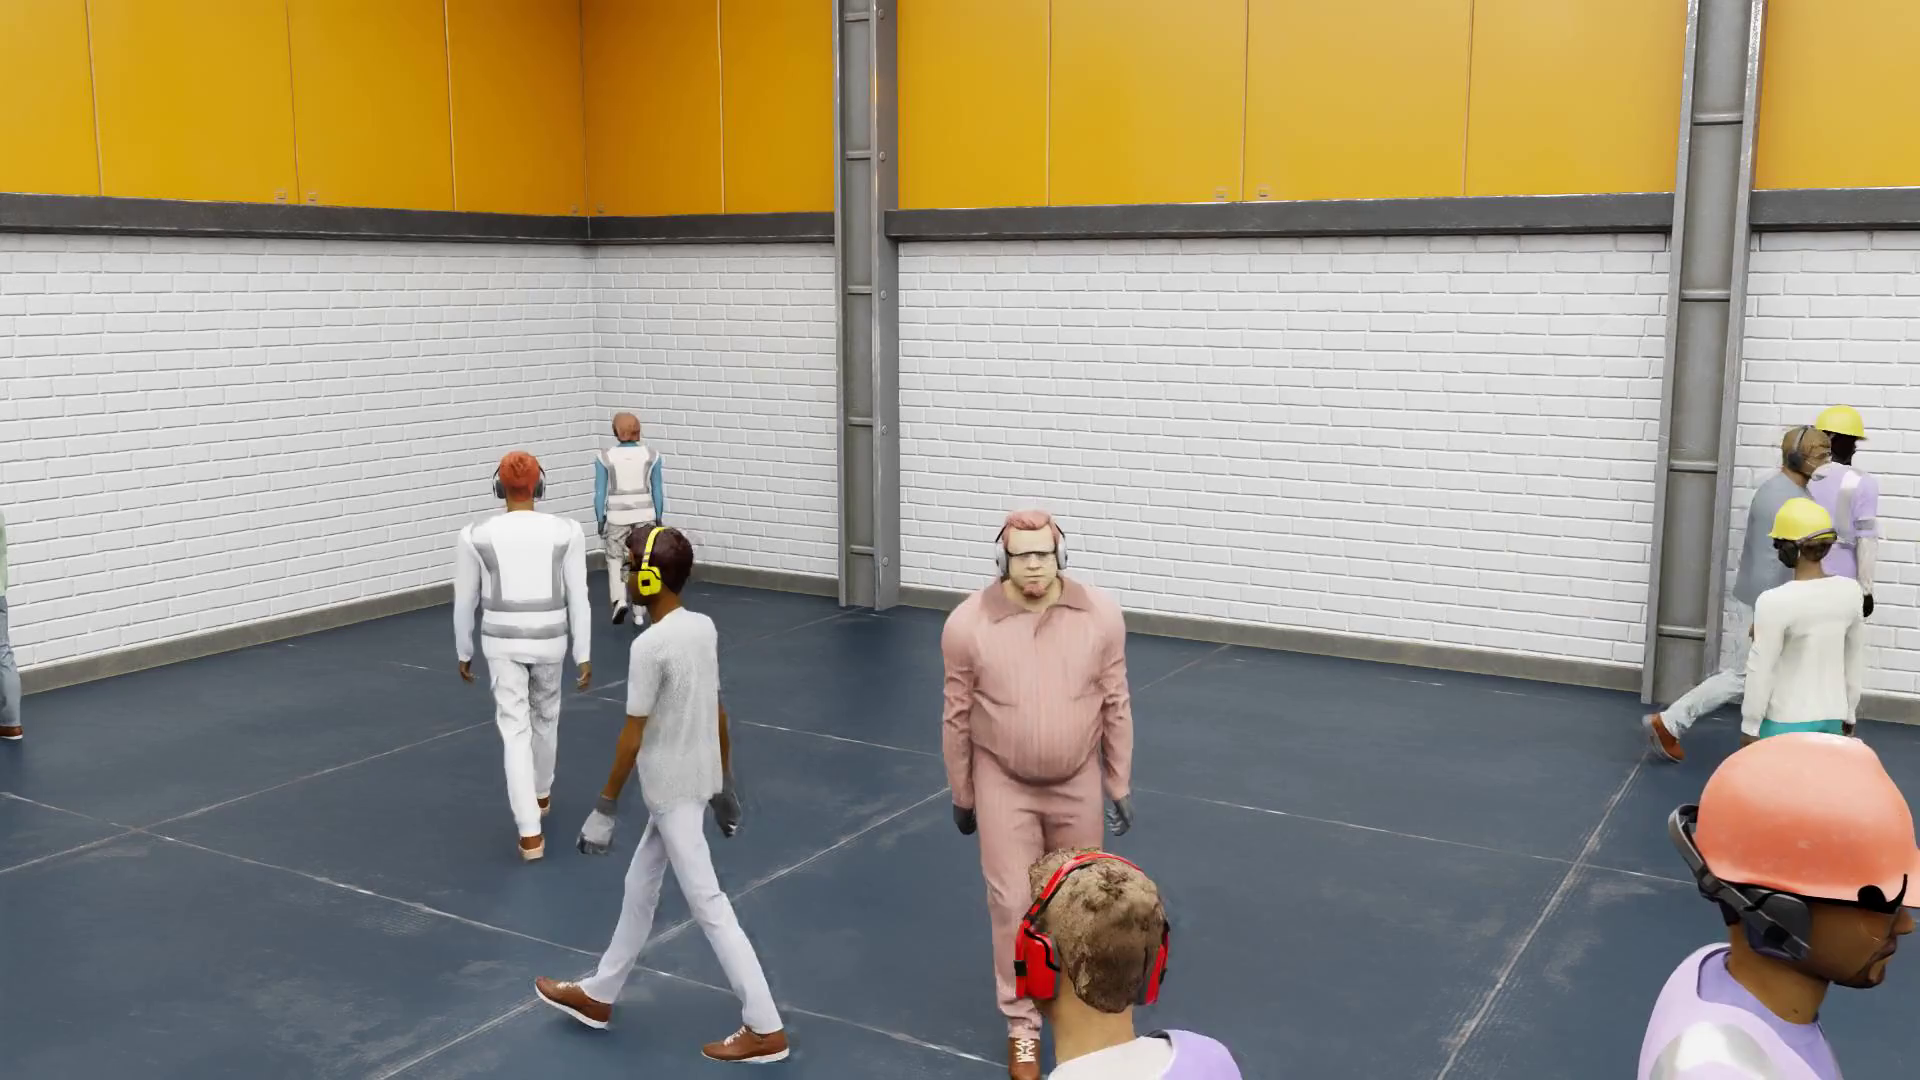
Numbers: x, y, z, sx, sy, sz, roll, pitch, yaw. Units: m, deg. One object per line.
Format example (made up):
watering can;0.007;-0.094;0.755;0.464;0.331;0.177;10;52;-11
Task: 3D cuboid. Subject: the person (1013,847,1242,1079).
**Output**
person;0.128;1.352;2.500;0.597;1.803;0.843;-9;13;-44

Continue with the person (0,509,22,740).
person;-5.484;0.359;9.243;0.285;1.633;0.501;2;9;10

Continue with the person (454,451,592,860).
person;-2.043;0.498;7.768;0.601;1.830;0.977;-3;10;-19

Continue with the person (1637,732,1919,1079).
person;1.102;1.262;2.332;0.385;2.045;0.605;4;10;25

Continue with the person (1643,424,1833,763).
person;4.146;0.324;8.681;0.893;1.901;0.666;7;11;37

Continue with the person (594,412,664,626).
person;-2.468;-0.145;12.437;0.517;1.627;0.372;-3;9;-15

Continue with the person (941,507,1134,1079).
person;0.254;0.803;5.691;0.639;1.886;0.774;-1;9;-7

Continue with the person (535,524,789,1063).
person;-1.019;0.856;5.583;0.986;1.819;0.516;2;9;10

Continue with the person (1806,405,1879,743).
person;4.819;0.210;9.285;0.383;1.920;0.585;-6;11;-33

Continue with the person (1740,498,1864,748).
person;3.376;0.703;6.723;0.551;1.754;0.361;-3;10;-19
